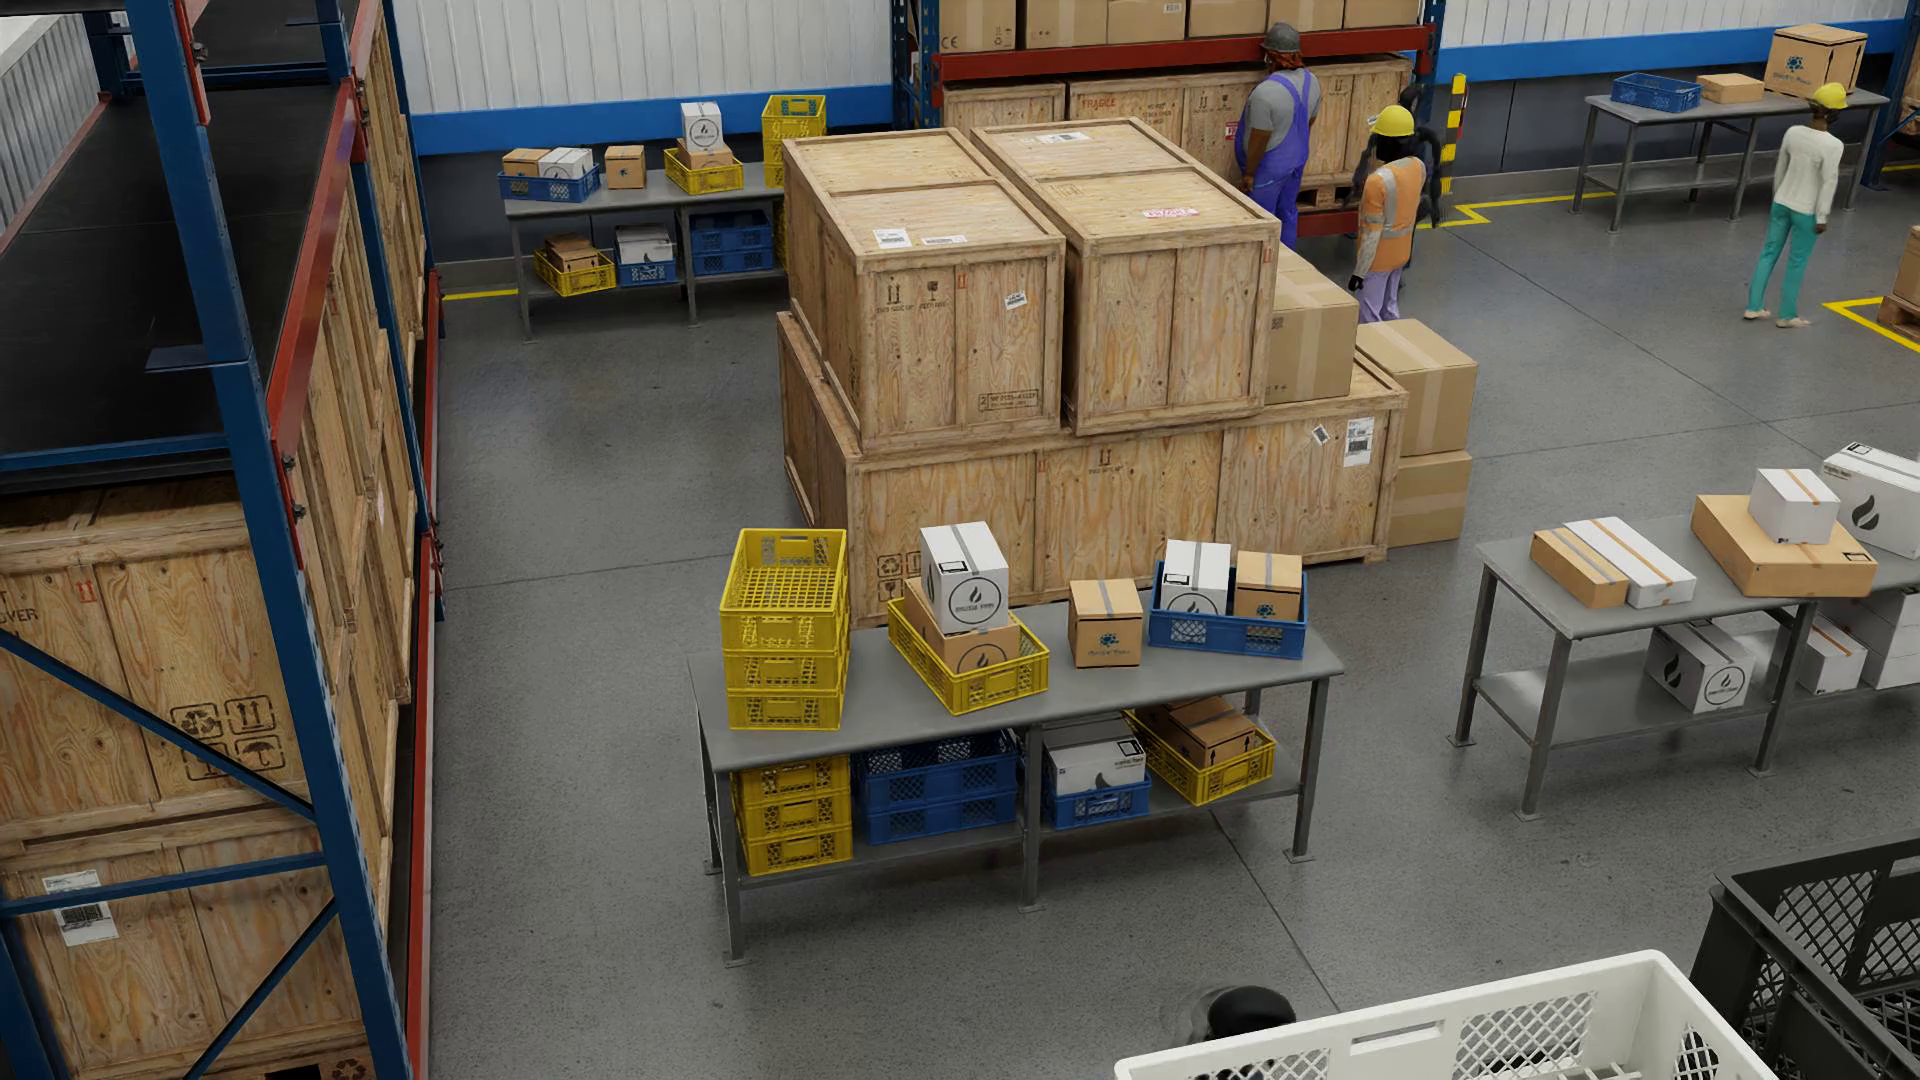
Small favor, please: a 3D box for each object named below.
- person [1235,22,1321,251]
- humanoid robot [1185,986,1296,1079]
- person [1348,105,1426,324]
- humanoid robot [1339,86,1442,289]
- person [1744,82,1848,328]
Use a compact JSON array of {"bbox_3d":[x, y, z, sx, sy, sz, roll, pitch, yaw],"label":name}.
[{"bbox_3d":[2.295,-2.824,12.409,0.677,2.000,0.537,-24,37,-36],"label":"person"},{"bbox_3d":[0.679,1.835,4.375,0.804,1.618,0.584,2,29,3],"label":"humanoid robot"},{"bbox_3d":[2.705,-1.830,10.719,0.364,1.925,0.592,24,37,37],"label":"person"},{"bbox_3d":[3.220,-2.539,12.291,0.731,1.624,0.596,-25,38,-38],"label":"humanoid robot"},{"bbox_3d":[6.018,-2.380,11.891,0.339,1.766,0.529,-11,31,-19],"label":"person"}]
